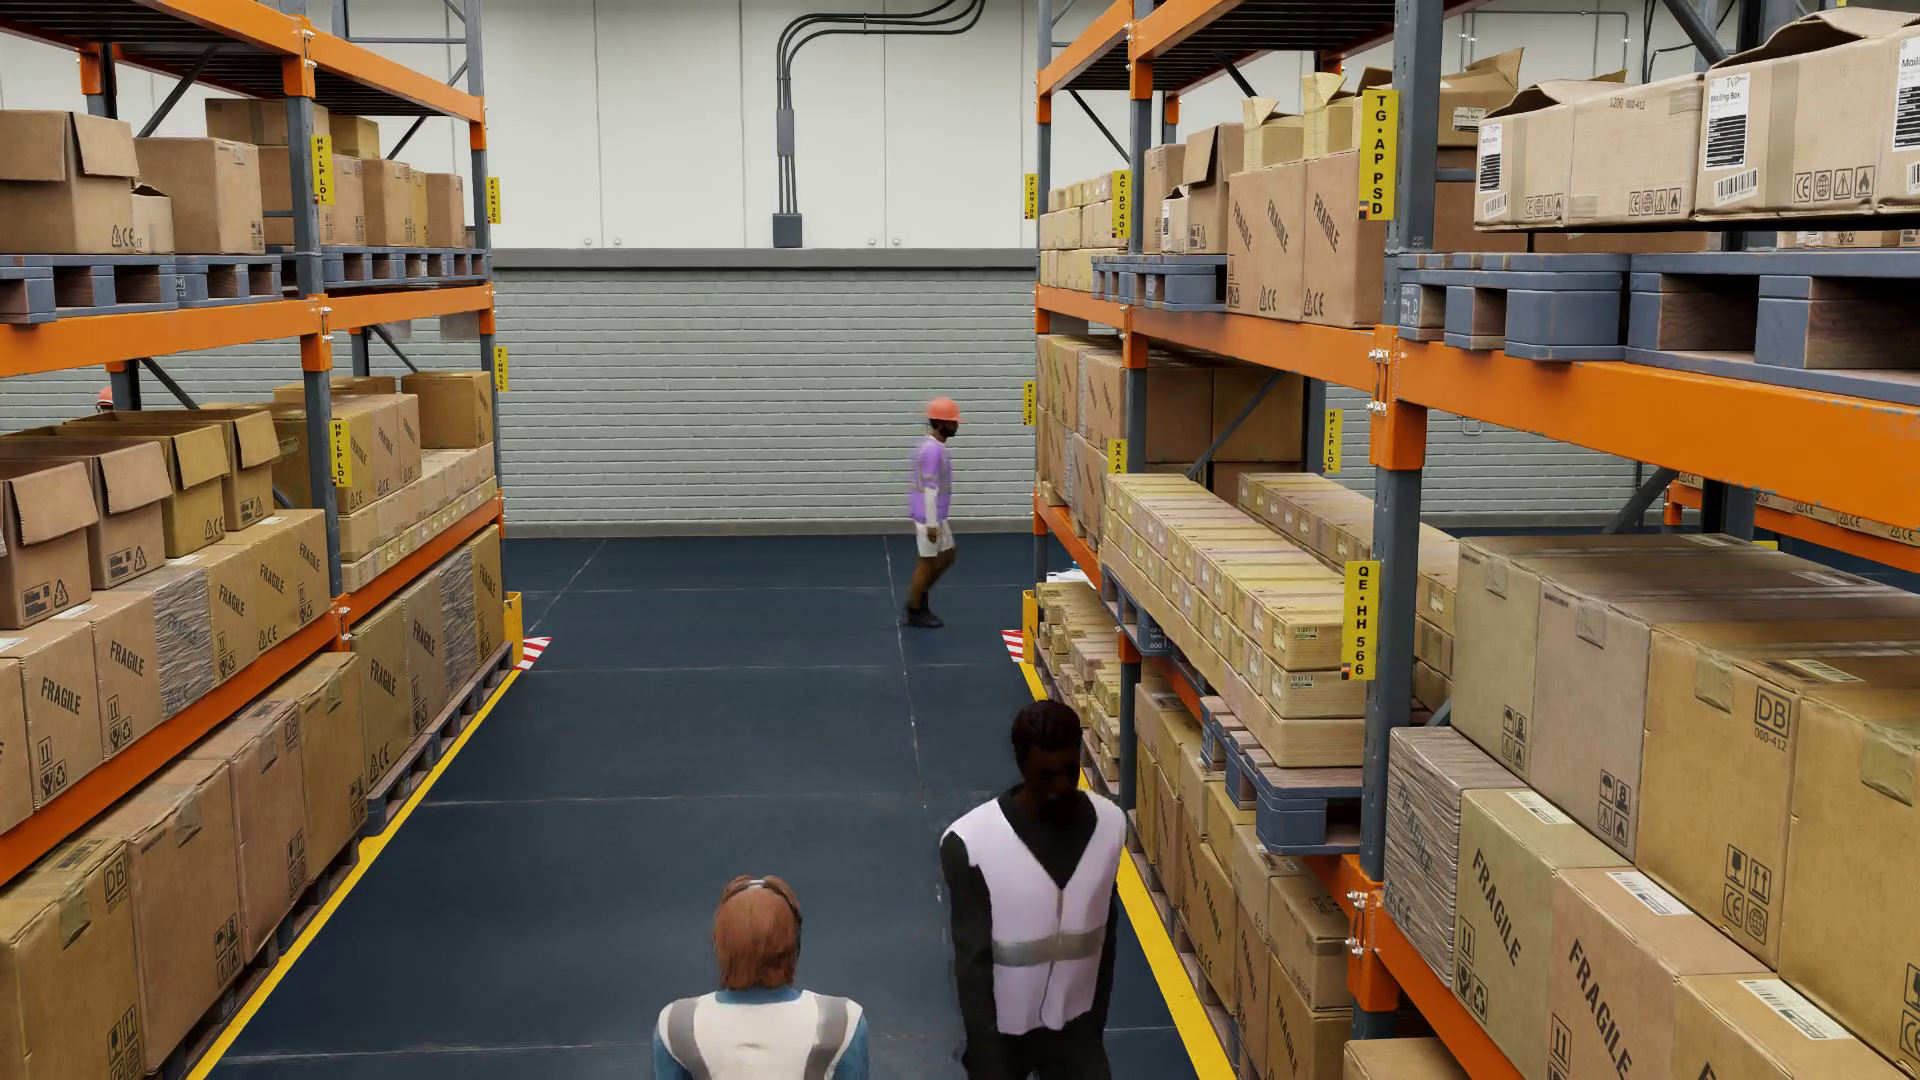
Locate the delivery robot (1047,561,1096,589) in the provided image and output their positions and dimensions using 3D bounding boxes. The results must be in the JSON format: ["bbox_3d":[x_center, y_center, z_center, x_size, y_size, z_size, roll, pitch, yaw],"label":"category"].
[{"bbox_3d":[0.970,0.414,13.597,0.707,0.478,0.477,7,12,35],"label":"delivery robot"}]

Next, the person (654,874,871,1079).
[{"bbox_3d":[-0.460,1.564,3.970,0.536,1.615,0.628,0,10,-1],"label":"person"}]

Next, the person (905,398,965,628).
[{"bbox_3d":[-0.203,-0.209,13.595,0.511,1.910,0.560,1,10,5],"label":"person"}]

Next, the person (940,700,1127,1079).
[{"bbox_3d":[0.264,1.358,4.461,0.579,1.873,0.902,-5,11,-26],"label":"person"}]

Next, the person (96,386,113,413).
[{"bbox_3d":[-6.969,-0.289,13.812,0.613,1.986,0.402,0,10,-2],"label":"person"}]
